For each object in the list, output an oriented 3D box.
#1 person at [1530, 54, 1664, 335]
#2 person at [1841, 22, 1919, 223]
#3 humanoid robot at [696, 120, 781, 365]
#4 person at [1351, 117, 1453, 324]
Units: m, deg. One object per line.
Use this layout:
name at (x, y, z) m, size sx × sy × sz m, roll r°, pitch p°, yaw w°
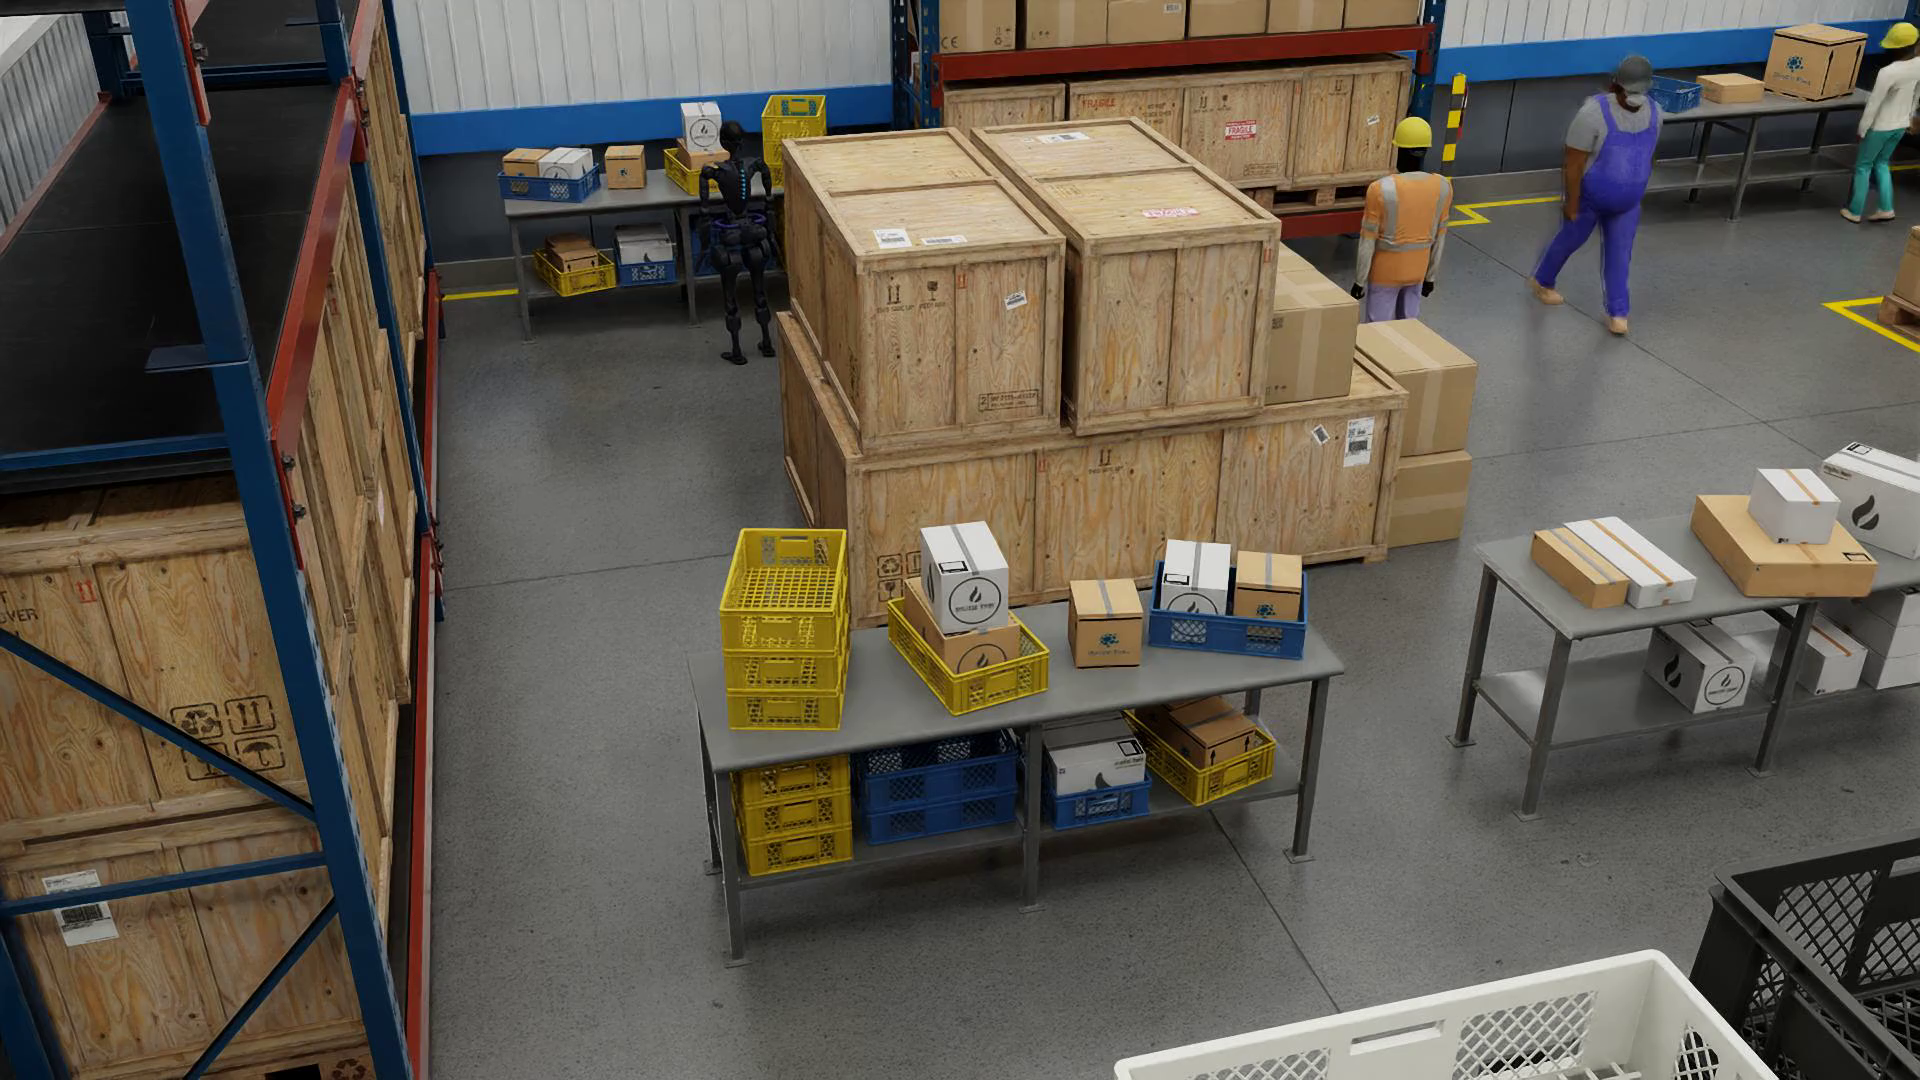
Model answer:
person at (4.618, -2.559, 11.928) m, size 0.723 × 2.000 × 1.025 m, roll -4°, pitch 29°, yaw -7°
person at (7.700, -3.473, 13.913) m, size 0.573 × 1.718 × 0.431 m, roll -10°, pitch 31°, yaw -18°
humanoid robot at (-1.508, -2.029, 11.326) m, size 0.611 × 1.657 × 0.315 m, roll -18°, pitch 33°, yaw -29°
person at (2.750, -1.698, 10.494) m, size 0.583 × 1.920 × 0.394 m, roll -9°, pitch 30°, yaw -16°
